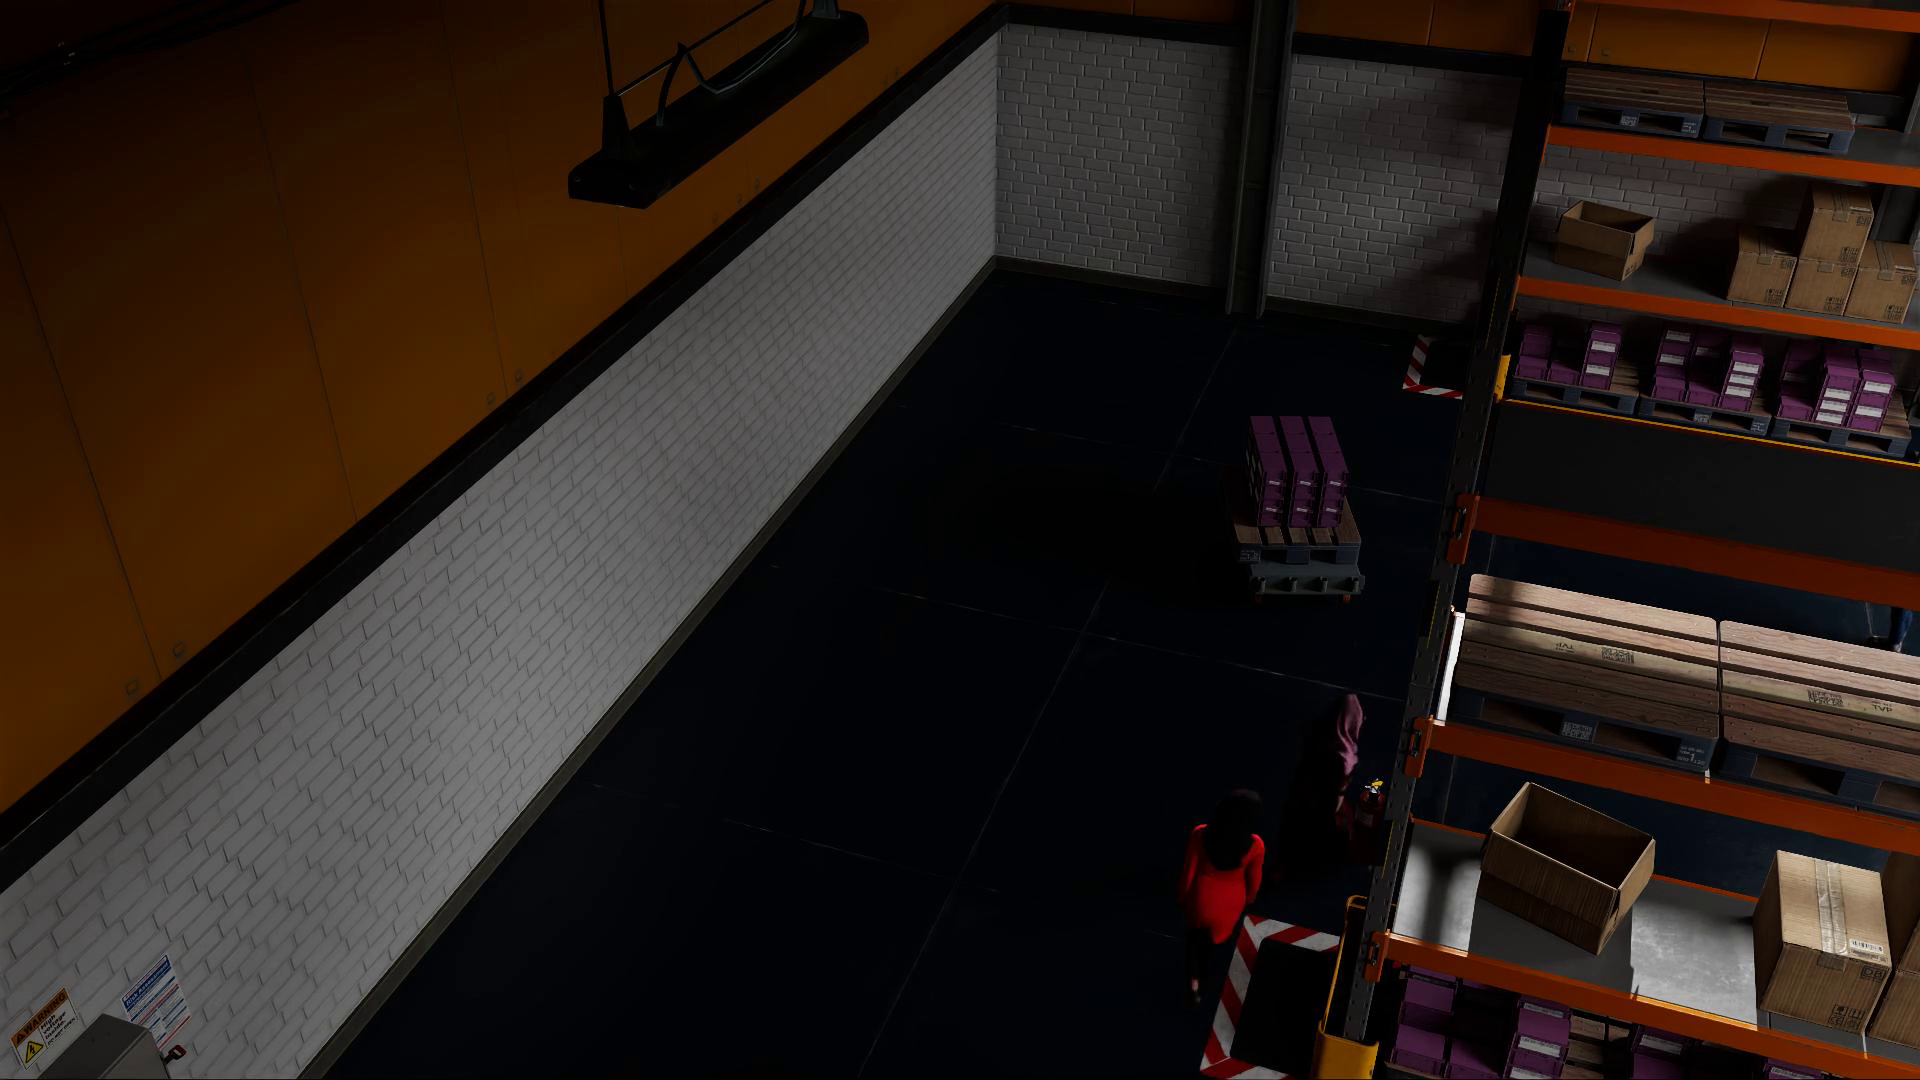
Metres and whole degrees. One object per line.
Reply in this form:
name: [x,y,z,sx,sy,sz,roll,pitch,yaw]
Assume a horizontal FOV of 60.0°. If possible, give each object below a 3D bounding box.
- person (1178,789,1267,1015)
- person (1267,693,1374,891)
person: [1.497,2.187,9.732,0.651,1.724,0.736,4,34,6]
person: [2.245,1.640,10.658,1.102,1.609,1.030,-15,37,-22]
